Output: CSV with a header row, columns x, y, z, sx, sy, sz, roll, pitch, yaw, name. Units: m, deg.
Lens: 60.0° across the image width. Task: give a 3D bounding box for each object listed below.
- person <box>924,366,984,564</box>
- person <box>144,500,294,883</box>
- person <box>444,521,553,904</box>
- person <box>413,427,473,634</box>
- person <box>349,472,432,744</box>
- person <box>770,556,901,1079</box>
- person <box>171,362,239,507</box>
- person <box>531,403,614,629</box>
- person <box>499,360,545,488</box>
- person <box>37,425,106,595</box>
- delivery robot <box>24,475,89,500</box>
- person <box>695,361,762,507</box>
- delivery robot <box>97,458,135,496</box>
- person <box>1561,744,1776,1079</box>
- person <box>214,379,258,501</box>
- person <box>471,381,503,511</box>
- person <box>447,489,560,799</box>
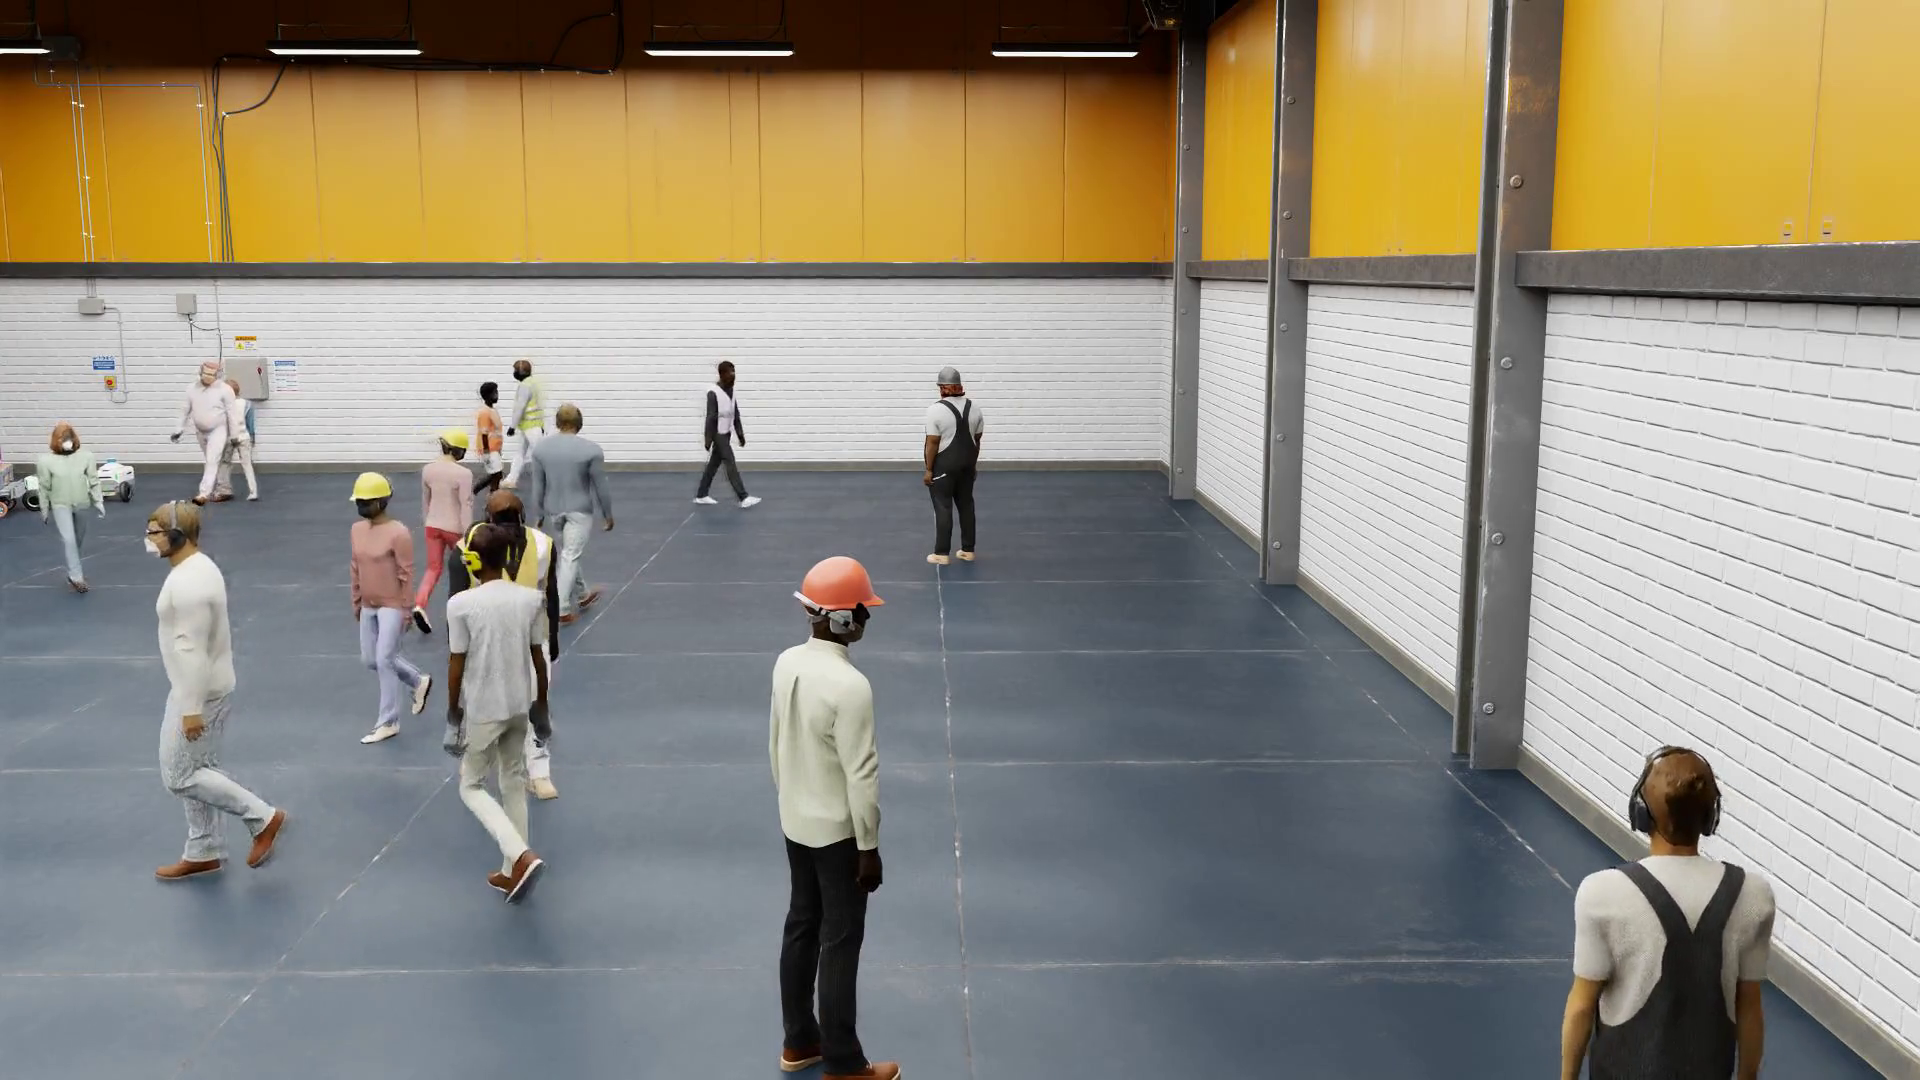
x,y,z,sx,sy,sz,roll,pitch,yaw,name
-0.123,-0.778,17.194,0.684,2.000,0.535,-7,11,-36,person
-3.698,0.751,8.176,0.550,1.920,0.648,-4,10,-24,person
-2.166,0.835,7.890,0.508,1.849,0.543,8,13,42,person
-4.340,-0.079,13.925,0.534,1.721,0.781,3,10,19,person
-3.703,0.412,10.816,0.525,1.748,0.615,5,11,29,person
-0.465,1.045,6.156,0.397,1.992,0.621,-6,11,-35,person
-9.644,-1.358,21.313,0.665,1.843,0.962,3,10,15,person
-3.307,-0.236,14.338,0.647,1.879,1.035,2,10,14,person
-5.914,-1.571,22.853,0.958,1.797,0.626,-1,9,-9,person
-8.334,-0.293,15.613,0.895,1.581,0.507,9,13,44,person
-11.412,-0.713,21.052,0.707,0.478,0.477,-2,9,-15,delivery robot
-3.001,-1.354,21.289,1.025,1.862,0.614,3,10,18,person
-11.093,-0.831,21.779,0.477,0.478,0.707,-2,9,-9,delivery robot
1.829,1.437,4.301,0.513,1.823,0.809,0,9,0,person
-9.522,-1.307,21.822,0.522,1.597,0.833,-9,13,-43,person
-5.773,-1.095,20.227,0.553,1.679,0.545,-1,9,-8,person
-2.674,0.569,9.718,0.657,1.803,0.873,-5,11,-28,person
